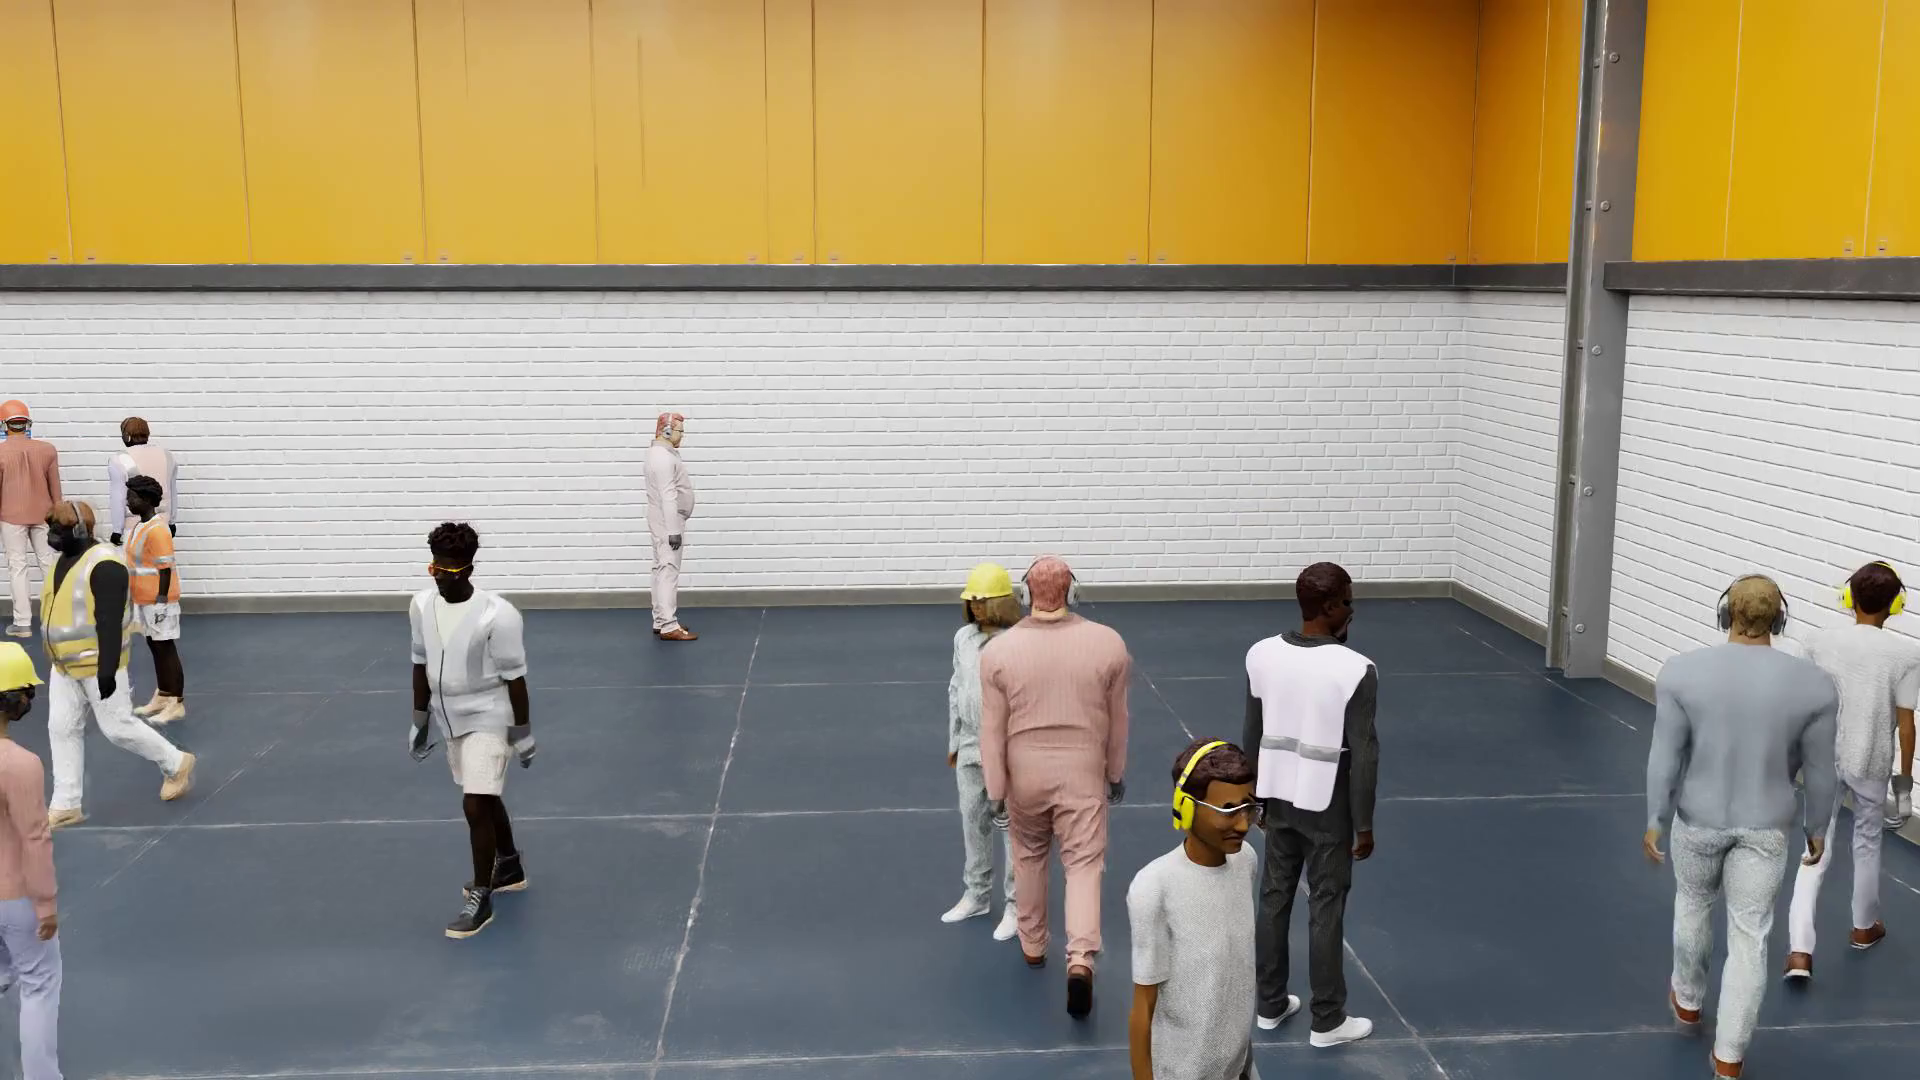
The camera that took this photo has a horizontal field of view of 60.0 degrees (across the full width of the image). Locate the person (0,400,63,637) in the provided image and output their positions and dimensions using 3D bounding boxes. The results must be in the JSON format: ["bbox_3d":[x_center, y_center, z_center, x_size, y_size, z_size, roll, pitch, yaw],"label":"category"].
[{"bbox_3d":[-7.891,-0.185,14.020,0.395,1.993,0.614,7,11,38],"label":"person"}]

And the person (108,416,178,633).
[{"bbox_3d":[-6.964,-0.132,14.172,0.429,1.841,0.634,4,10,26],"label":"person"}]

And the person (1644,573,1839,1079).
[{"bbox_3d":[3.004,1.062,6.435,0.660,1.905,0.875,4,10,22],"label":"person"}]

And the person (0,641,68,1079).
[{"bbox_3d":[-3.414,1.230,5.859,0.537,1.749,0.537,5,10,28],"label":"person"}]

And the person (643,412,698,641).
[{"bbox_3d":[-2.415,-0.116,13.889,0.407,1.902,0.639,-3,10,-19],"label":"person"}]

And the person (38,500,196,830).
[{"bbox_3d":[-4.766,0.663,9.256,0.621,1.818,0.822,6,11,31],"label":"person"}]

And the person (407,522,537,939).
[{"bbox_3d":[-2.268,0.844,7.835,0.622,1.928,0.702,5,10,30],"label":"person"}]

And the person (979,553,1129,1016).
[{"bbox_3d":[0.397,0.997,6.990,0.633,1.878,0.907,0,9,3],"label":"person"}]

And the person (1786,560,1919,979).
[{"bbox_3d":[3.867,0.990,7.263,0.553,1.817,1.016,7,11,37],"label":"person"}]

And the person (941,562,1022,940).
[{"bbox_3d":[0.134,0.958,7.634,0.492,1.742,0.322,8,12,40],"label":"person"}]

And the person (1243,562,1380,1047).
[{"bbox_3d":[1.376,1.039,6.585,0.393,1.916,0.590,-9,12,-43],"label":"person"}]

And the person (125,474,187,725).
[{"bbox_3d":[-5.474,0.399,11.286,0.316,1.697,0.540,-8,12,-39],"label":"person"}]

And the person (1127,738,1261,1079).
[{"bbox_3d":[0.626,1.421,4.345,0.310,1.864,0.532,8,12,42],"label":"person"}]
